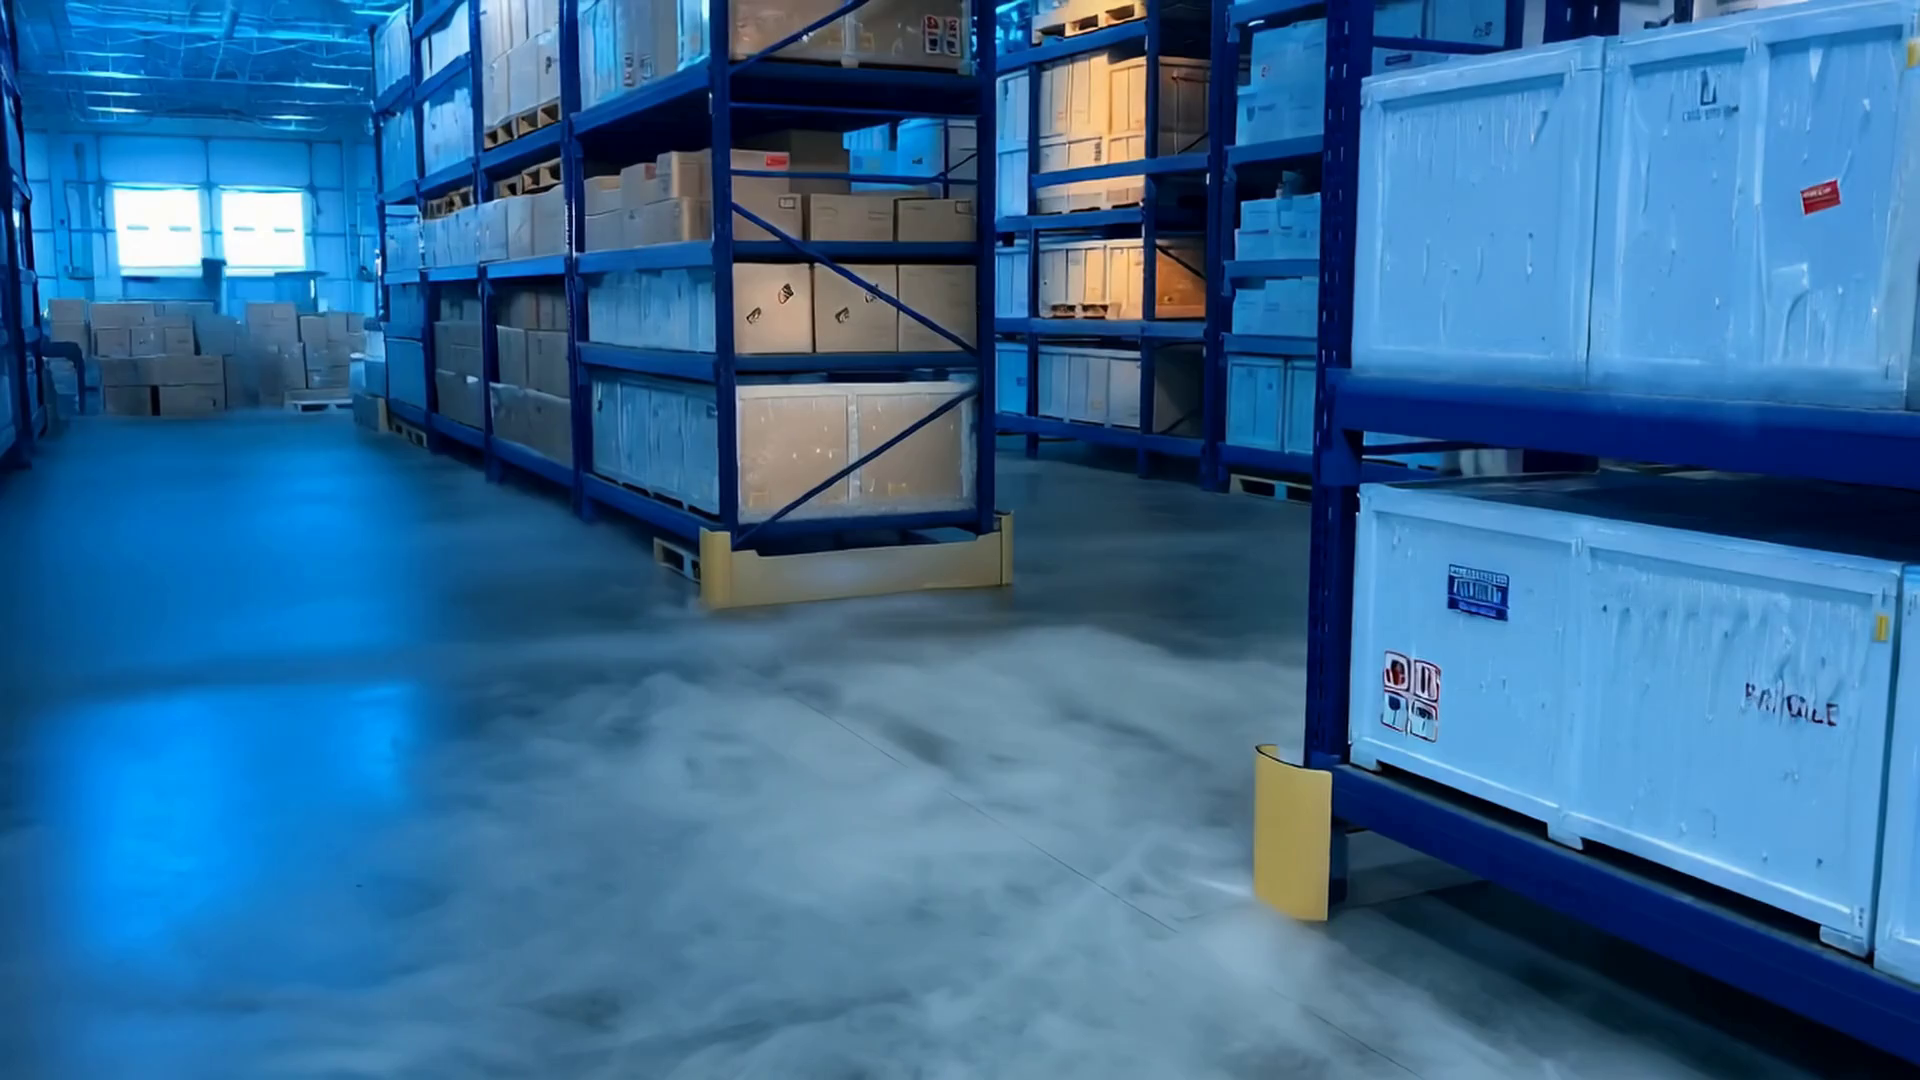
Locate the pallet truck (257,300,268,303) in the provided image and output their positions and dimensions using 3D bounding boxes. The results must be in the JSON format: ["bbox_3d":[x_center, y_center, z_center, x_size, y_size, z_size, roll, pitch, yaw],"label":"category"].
[{"bbox_3d":[-23.913,-7.404,58.171,1.885,1.965,0.823,-1,8,-9],"label":"pallet truck"}]

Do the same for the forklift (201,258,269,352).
[{"bbox_3d":[-14.838,-4.218,33.174,1.873,2.768,1.129,-4,9,-27],"label":"forklift"}]

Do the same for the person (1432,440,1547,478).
[{"bbox_3d":[2.214,-0.007,7.157,1.000,1.994,0.633,-4,9,-24],"label":"person"}]

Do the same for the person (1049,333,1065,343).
[{"bbox_3d":[1.905,-3.626,32.327,0.359,1.938,0.547,0,8,-1],"label":"person"}]

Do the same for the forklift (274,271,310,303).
[{"bbox_3d":[-19.394,-6.432,48.444,1.873,2.768,1.129,6,10,35],"label":"forklift"}]
